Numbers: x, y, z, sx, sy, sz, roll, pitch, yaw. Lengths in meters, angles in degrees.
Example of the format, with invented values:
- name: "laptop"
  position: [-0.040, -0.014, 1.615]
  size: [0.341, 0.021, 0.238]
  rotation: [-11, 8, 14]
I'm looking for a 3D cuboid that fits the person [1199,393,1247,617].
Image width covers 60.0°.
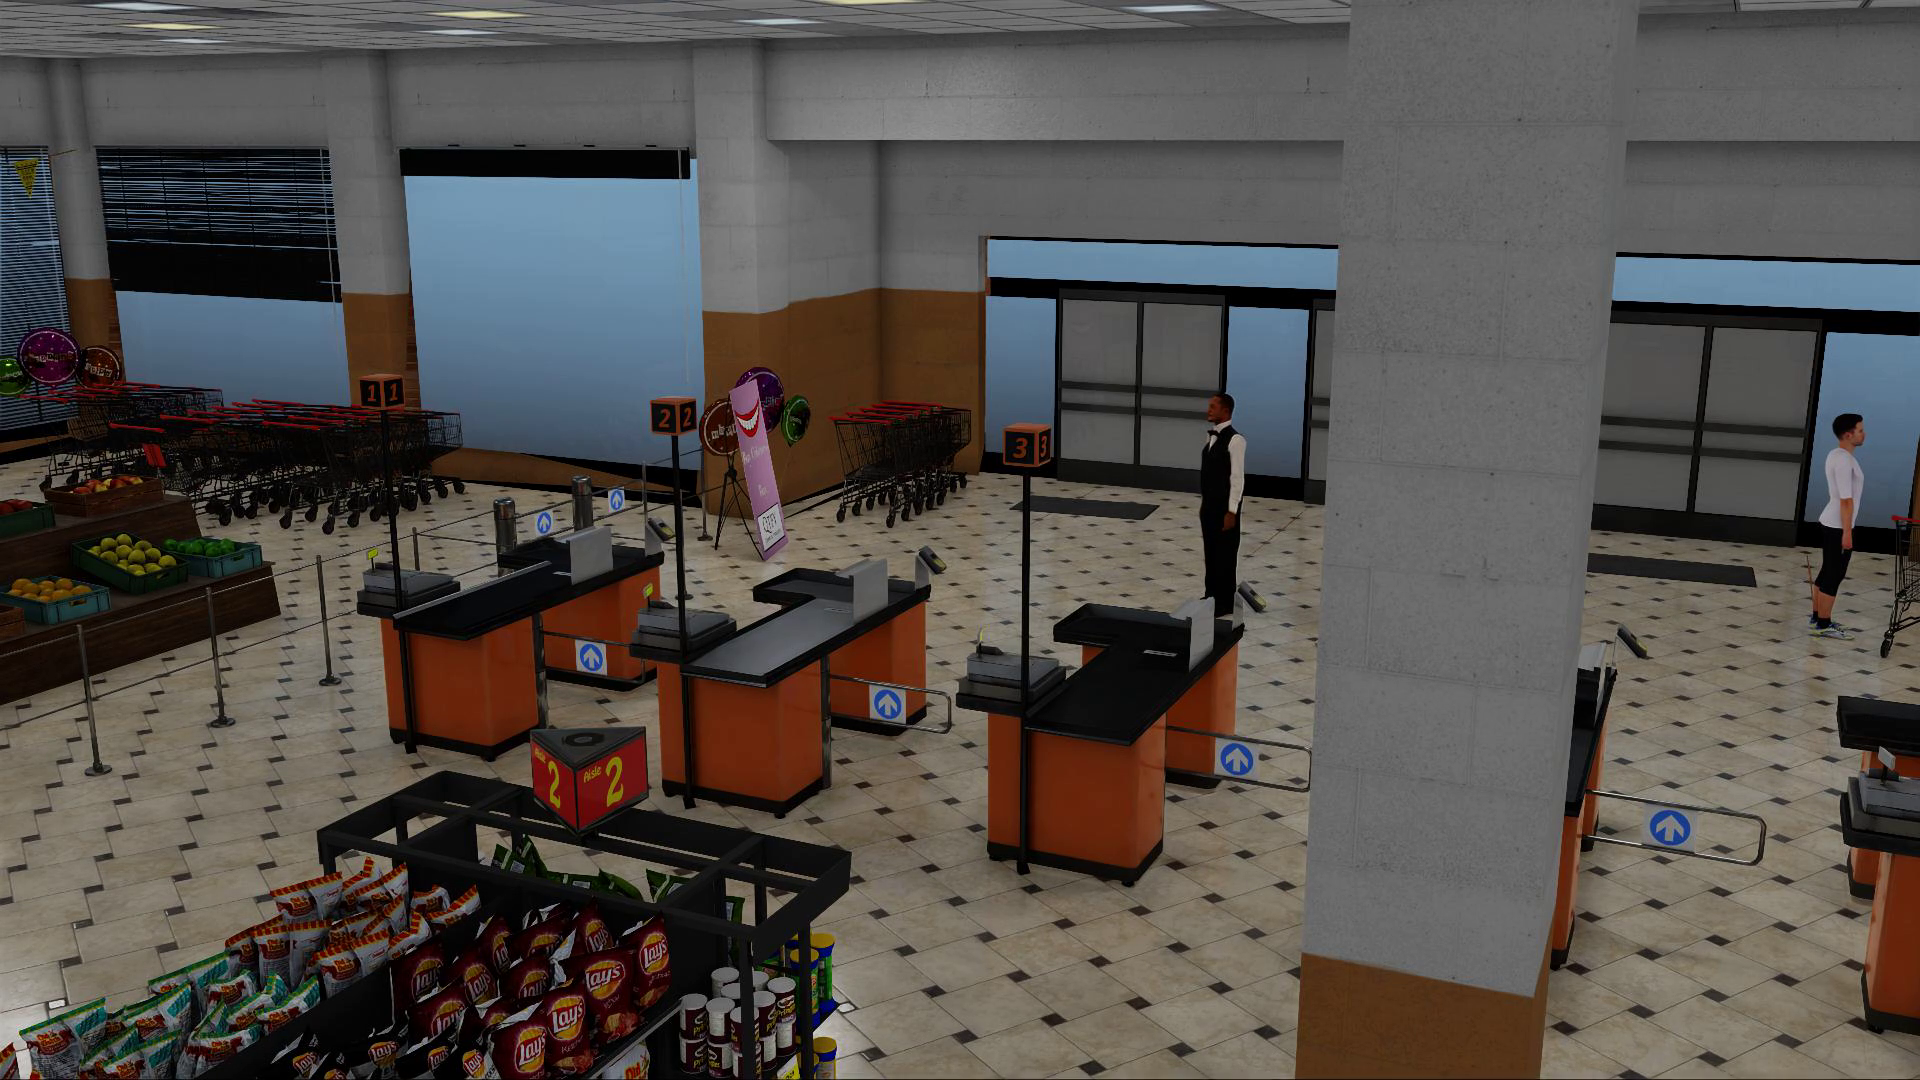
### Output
- name: "person"
  position: [2.250, -0.314, 14.326]
  size: [0.826, 1.918, 0.770]
  rotation: [-5, 15, -20]

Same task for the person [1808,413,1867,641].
- name: "person"
  position: [7.233, -0.129, 13.703]
  size: [0.745, 1.852, 0.535]
  rotation: [5, 14, 18]
